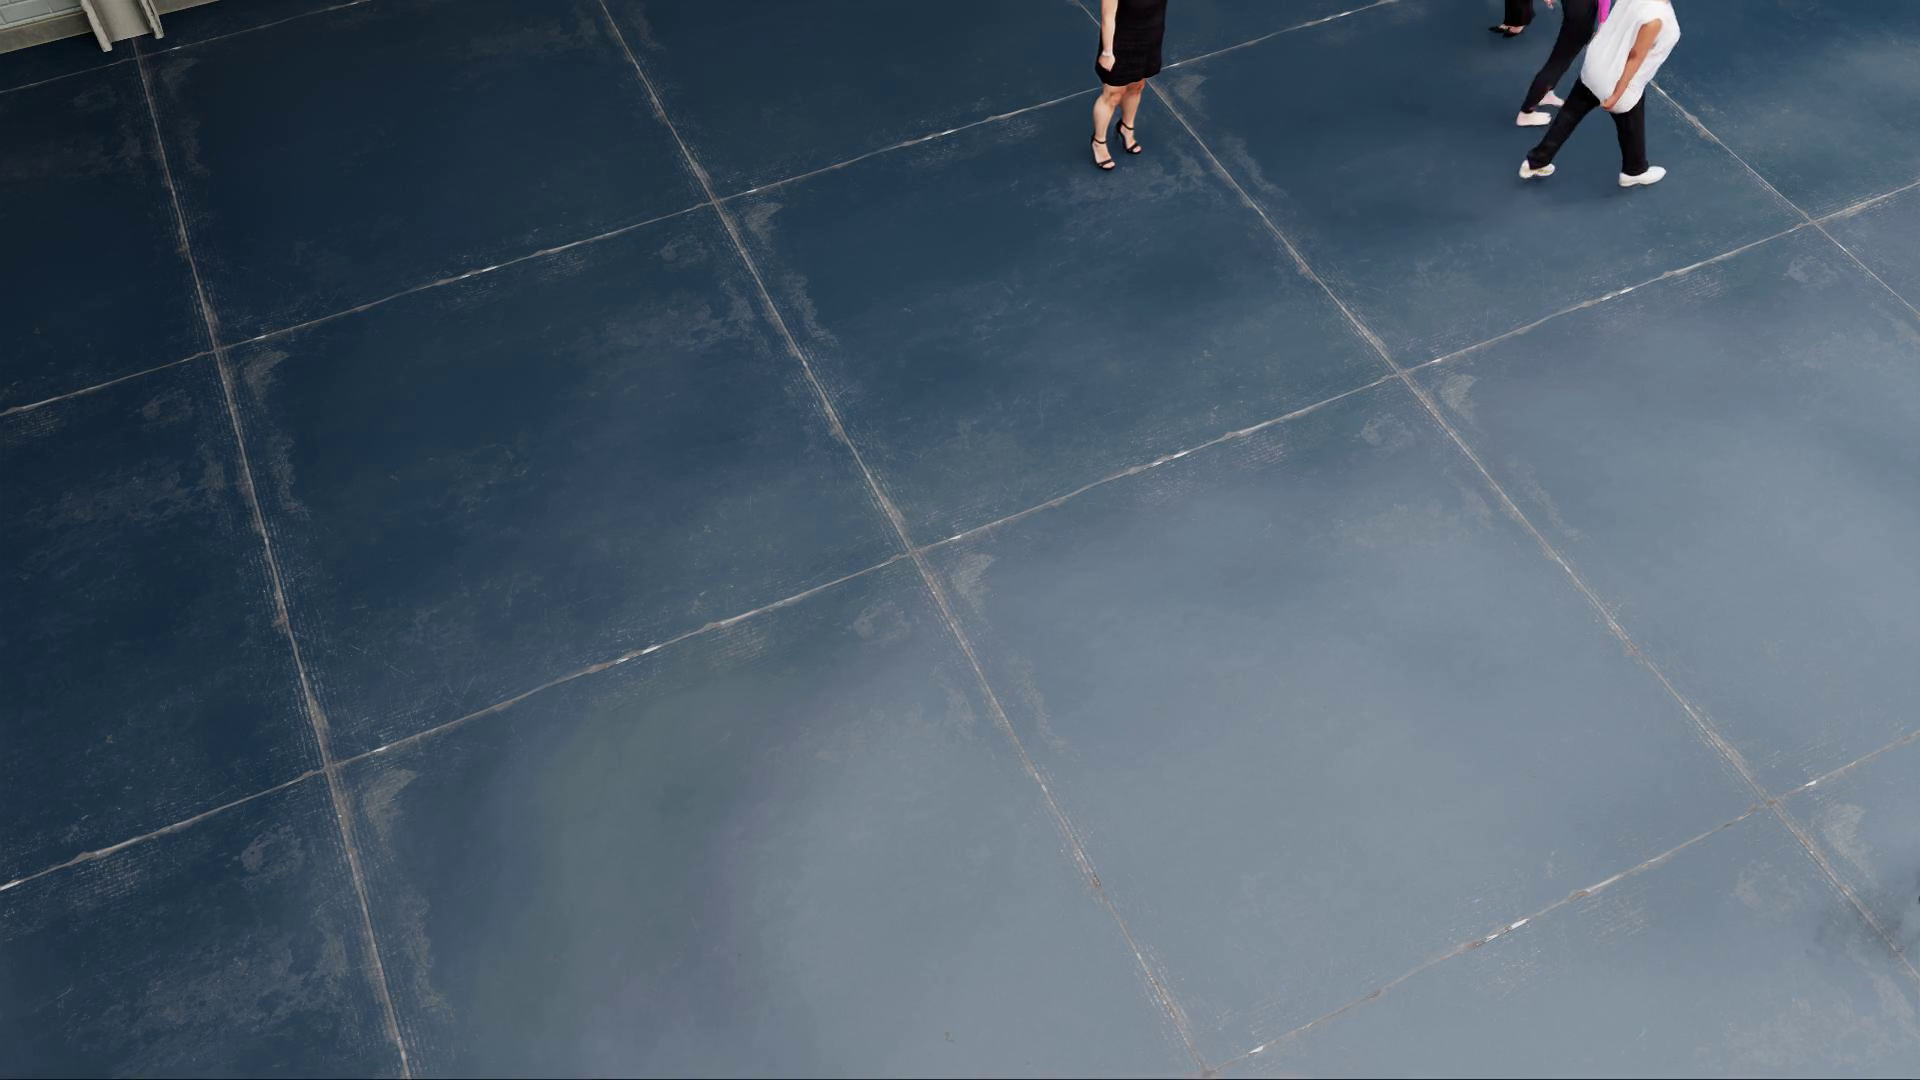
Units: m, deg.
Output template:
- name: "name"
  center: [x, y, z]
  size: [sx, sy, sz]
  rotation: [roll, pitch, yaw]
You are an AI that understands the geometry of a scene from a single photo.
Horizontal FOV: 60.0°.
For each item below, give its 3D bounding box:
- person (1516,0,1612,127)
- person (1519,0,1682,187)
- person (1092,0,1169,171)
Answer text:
- name: "person"
  center: [3.644, -3.227, 10.024]
  size: [0.708, 1.726, 0.680]
  rotation: [-7, 53, -6]
- name: "person"
  center: [3.768, -2.708, 9.672]
  size: [1.204, 1.647, 0.922]
  rotation: [-5, 52, -4]
- name: "person"
  center: [0.992, -2.948, 9.817]
  size: [0.641, 1.712, 0.769]
  rotation: [-37, 61, -25]
